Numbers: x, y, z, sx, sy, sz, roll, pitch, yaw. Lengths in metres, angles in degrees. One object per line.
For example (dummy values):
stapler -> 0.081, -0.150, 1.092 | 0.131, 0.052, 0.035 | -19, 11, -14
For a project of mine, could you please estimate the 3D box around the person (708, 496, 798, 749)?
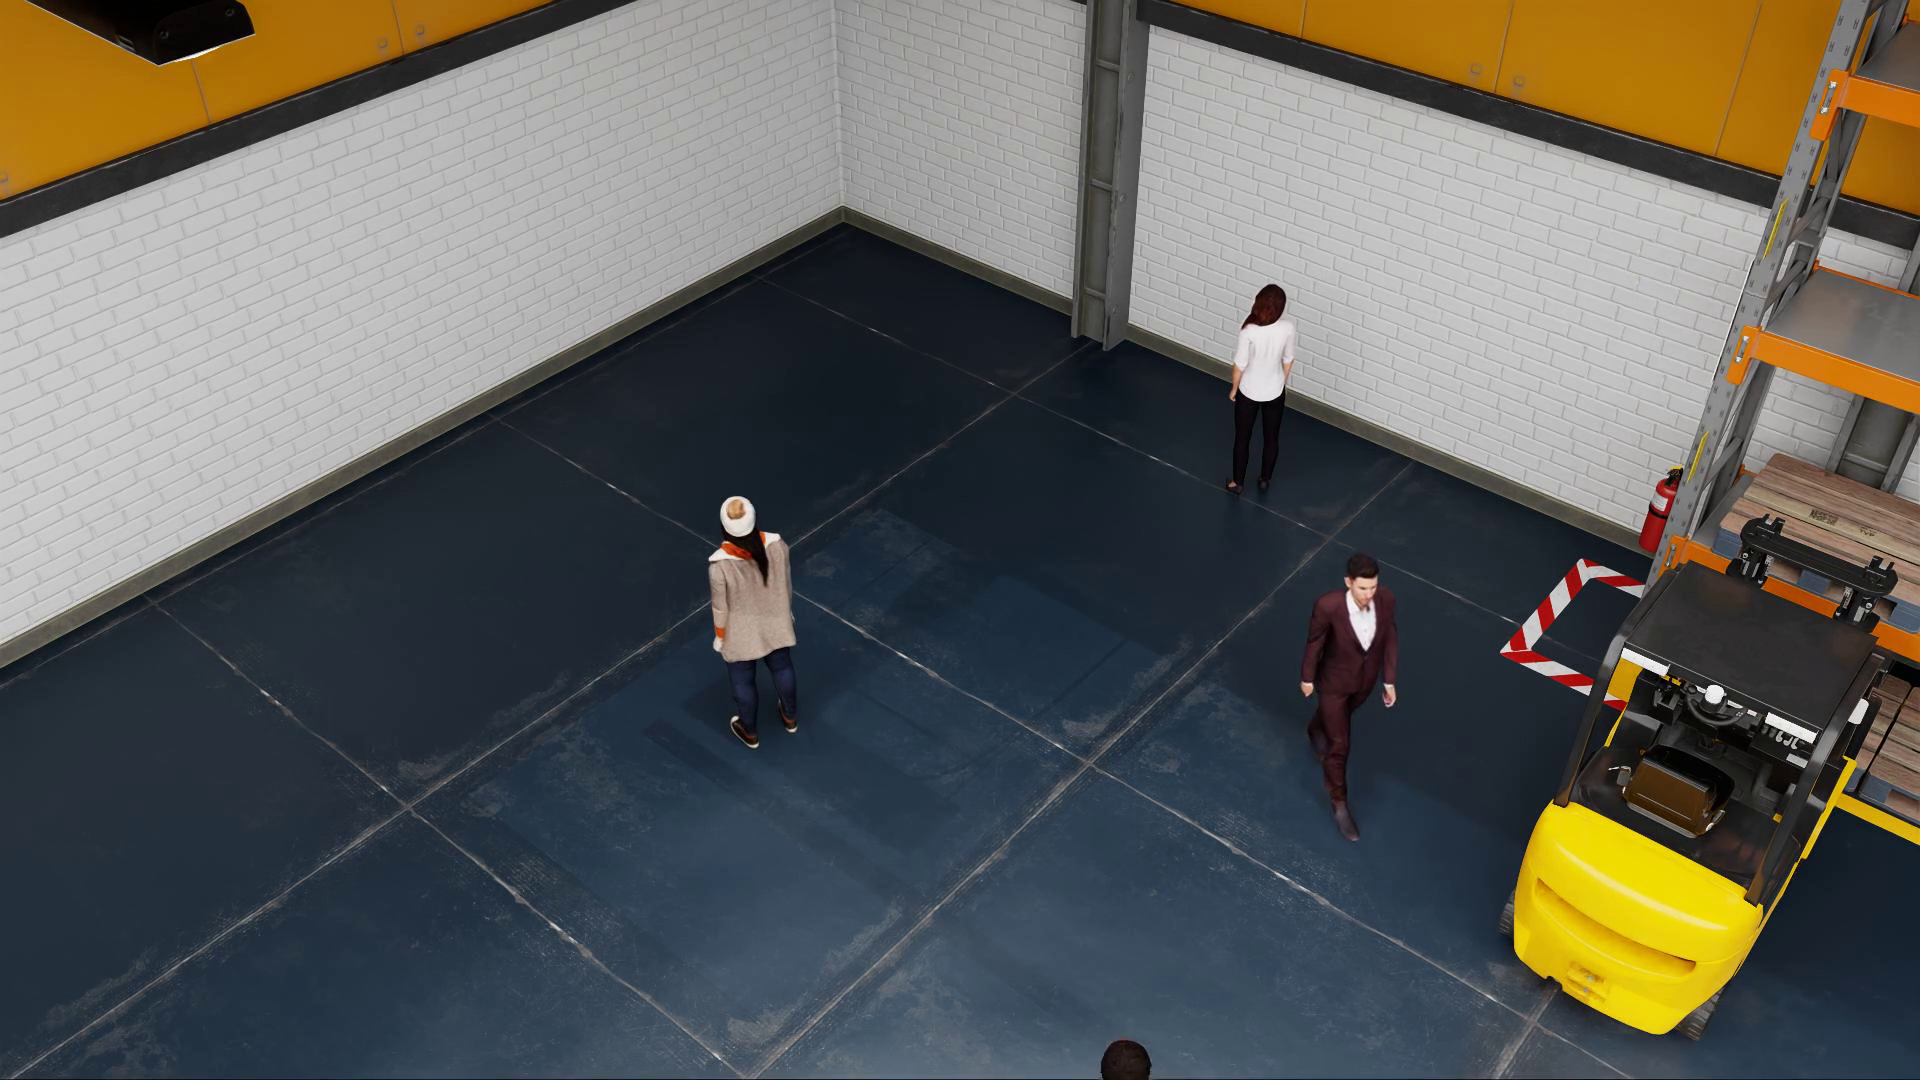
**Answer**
person -> -1.268, 0.484, 10.197 | 0.794, 1.895, 0.790 | -19, 43, -23

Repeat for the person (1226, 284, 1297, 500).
person -> 2.213, -1.072, 12.226 | 0.676, 1.795, 0.724 | -5, 39, -6

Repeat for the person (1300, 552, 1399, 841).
person -> 2.275, 0.772, 9.896 | 1.076, 1.821, 1.278 | -11, 40, -13
